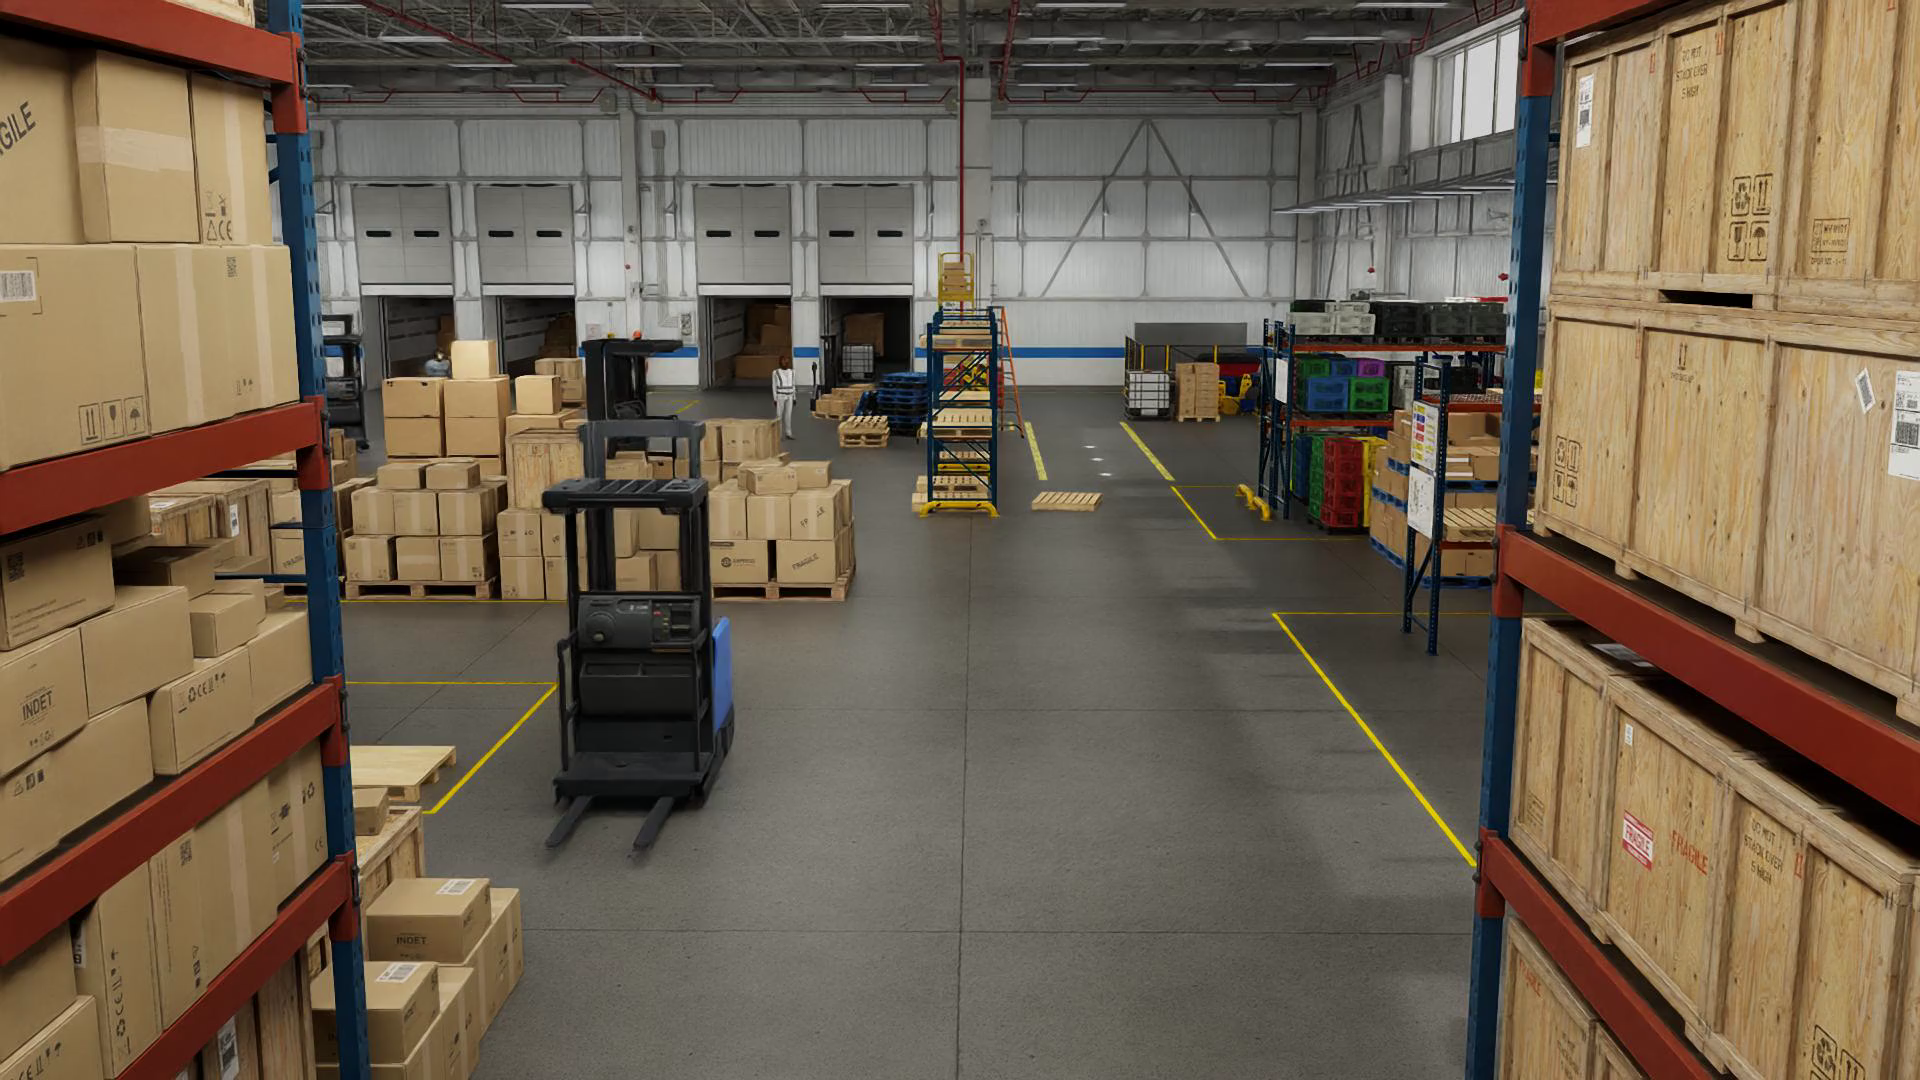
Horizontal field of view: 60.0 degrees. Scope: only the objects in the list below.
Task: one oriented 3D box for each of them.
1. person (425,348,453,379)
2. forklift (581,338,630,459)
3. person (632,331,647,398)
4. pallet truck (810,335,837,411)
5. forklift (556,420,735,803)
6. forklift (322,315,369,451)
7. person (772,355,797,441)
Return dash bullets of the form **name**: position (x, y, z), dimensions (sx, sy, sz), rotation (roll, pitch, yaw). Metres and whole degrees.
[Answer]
- **person**: position (-12.131, -3.535, 38.906), dimensions (0.645, 1.908, 0.787), rotation (-8, 13, -39)
- **forklift**: position (-5.320, -1.639, 25.159), dimensions (1.873, 2.768, 1.129), rotation (3, 10, 15)
- **person**: position (-9.072, -4.946, 46.987), dimensions (0.544, 1.929, 0.389), rotation (8, 13, 40)
- **pallet truck**: position (-3.021, -4.312, 43.126), dimensions (1.885, 1.965, 0.823), rotation (3, 10, 17)
- **forklift**: position (-2.454, 0.450, 13.107), dimensions (1.129, 2.768, 1.873), rotation (0, 10, 1)
- **forklift**: position (-13.158, -3.321, 34.861), dimensions (1.129, 2.768, 1.873), rotation (-5, 11, -25)
- **person**: position (-3.852, -3.115, 36.546), dimensions (0.574, 1.885, 0.356), rotation (-8, 13, -39)
